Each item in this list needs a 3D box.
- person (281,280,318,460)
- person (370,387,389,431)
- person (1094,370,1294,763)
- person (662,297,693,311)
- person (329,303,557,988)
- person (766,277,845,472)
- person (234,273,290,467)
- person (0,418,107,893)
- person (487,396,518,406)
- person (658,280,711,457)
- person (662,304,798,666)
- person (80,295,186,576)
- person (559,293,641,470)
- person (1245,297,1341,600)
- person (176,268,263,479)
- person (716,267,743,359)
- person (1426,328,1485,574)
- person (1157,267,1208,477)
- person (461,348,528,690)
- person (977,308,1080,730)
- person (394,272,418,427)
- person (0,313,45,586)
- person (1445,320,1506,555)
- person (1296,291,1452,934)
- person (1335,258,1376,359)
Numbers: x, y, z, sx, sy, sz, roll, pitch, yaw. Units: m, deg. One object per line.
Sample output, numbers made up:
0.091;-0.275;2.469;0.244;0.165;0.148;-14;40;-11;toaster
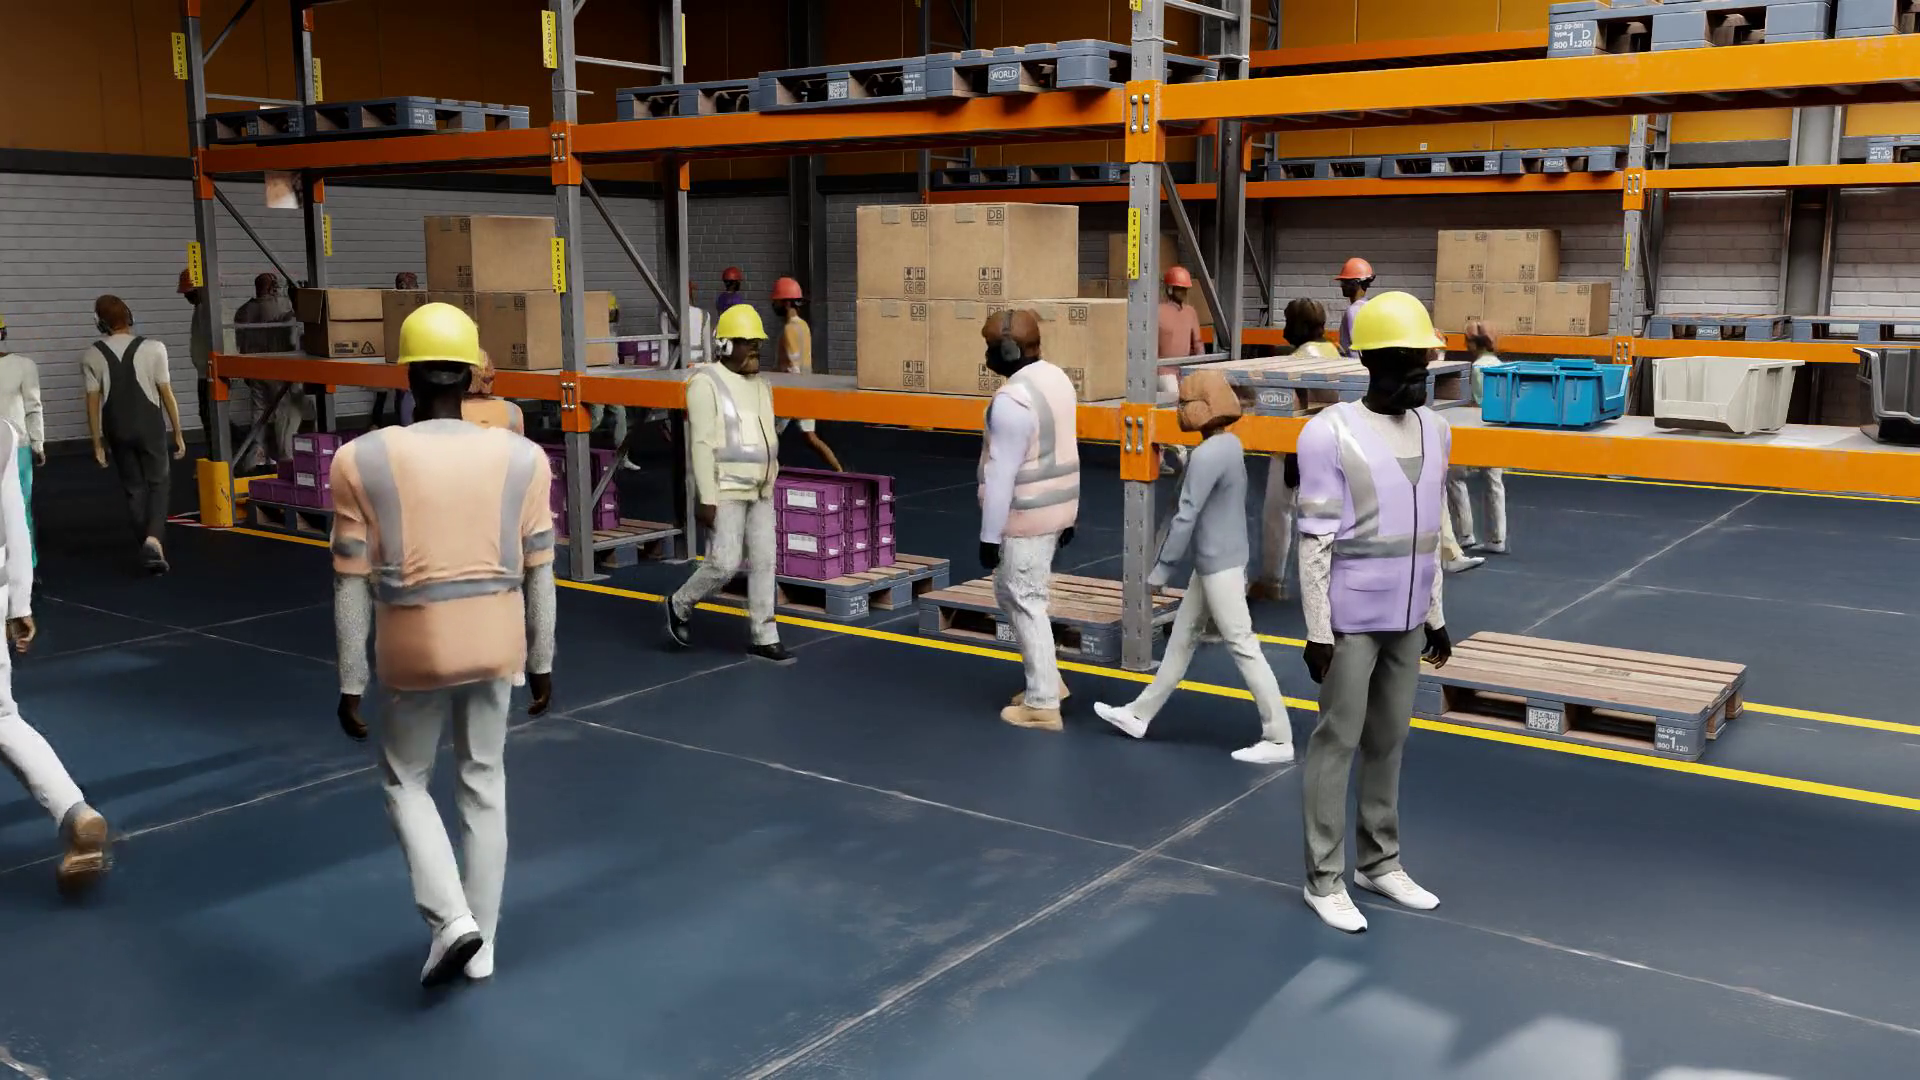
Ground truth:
-6.184;-1.540;15.831;0.703;1.838;0.490;-5;11;-27;person
-6.476;-1.947;18.792;0.547;1.649;0.831;1;10;4;person
0.973;0.109;6.751;0.886;1.576;0.504;3;10;20;person
-3.766;-2.636;22.338;0.564;1.839;0.390;8;12;39;person
-1.397;0.312;4.561;0.611;1.909;0.458;-5;11;-29;person
-1.328;-1.211;13.692;0.988;1.900;0.553;2;10;9;person
-6.738;-1.655;16.298;0.652;1.904;0.405;3;10;17;person
-3.100;0.237;5.197;0.805;1.860;0.582;4;10;21;person
-3.931;-1.213;14.008;0.728;1.805;0.569;1;10;7;person
-2.765;-1.709;16.757;0.594;1.861;0.807;-8;12;-40;person
-1.156;-0.276;8.349;0.676;1.815;0.602;6;11;33;person
-5.223;-0.640;10.534;0.574;1.810;0.519;-3;10;-17;person
-3.500;-1.528;16.098;0.756;1.717;0.494;3;10;19;person
2.085;-0.513;9.783;0.812;1.816;0.634;6;11;31;person
-6.875;-1.522;15.356;0.596;1.960;0.697;-8;13;-40;person
-3.030;-2.671;22.242;0.347;1.943;0.544;-8;12;-40;person
2.992;-0.560;10.679;0.530;1.584;0.862;-6;11;-34;person
2.071;-1.553;15.511;0.636;1.951;0.920;-9;13;-43;person
-2.229;-0.080;7.707;0.309;1.641;0.513;8;13;41;person
0.264;-0.073;7.126;0.468;1.819;0.640;4;10;23;person
-5.868;-1.890;17.716;0.406;1.902;0.636;-4;10;-23;person
-5.926;-0.569;10.246;0.527;1.767;0.331;-6;11;-32;person
3.535;-0.701;11.454;0.566;1.613;0.551;6;11;32;person
1.278;0.215;5.089;0.588;1.930;0.362;-6;11;-33;person
3.357;-1.373;14.204;0.377;2.045;0.605;5;11;26;person
